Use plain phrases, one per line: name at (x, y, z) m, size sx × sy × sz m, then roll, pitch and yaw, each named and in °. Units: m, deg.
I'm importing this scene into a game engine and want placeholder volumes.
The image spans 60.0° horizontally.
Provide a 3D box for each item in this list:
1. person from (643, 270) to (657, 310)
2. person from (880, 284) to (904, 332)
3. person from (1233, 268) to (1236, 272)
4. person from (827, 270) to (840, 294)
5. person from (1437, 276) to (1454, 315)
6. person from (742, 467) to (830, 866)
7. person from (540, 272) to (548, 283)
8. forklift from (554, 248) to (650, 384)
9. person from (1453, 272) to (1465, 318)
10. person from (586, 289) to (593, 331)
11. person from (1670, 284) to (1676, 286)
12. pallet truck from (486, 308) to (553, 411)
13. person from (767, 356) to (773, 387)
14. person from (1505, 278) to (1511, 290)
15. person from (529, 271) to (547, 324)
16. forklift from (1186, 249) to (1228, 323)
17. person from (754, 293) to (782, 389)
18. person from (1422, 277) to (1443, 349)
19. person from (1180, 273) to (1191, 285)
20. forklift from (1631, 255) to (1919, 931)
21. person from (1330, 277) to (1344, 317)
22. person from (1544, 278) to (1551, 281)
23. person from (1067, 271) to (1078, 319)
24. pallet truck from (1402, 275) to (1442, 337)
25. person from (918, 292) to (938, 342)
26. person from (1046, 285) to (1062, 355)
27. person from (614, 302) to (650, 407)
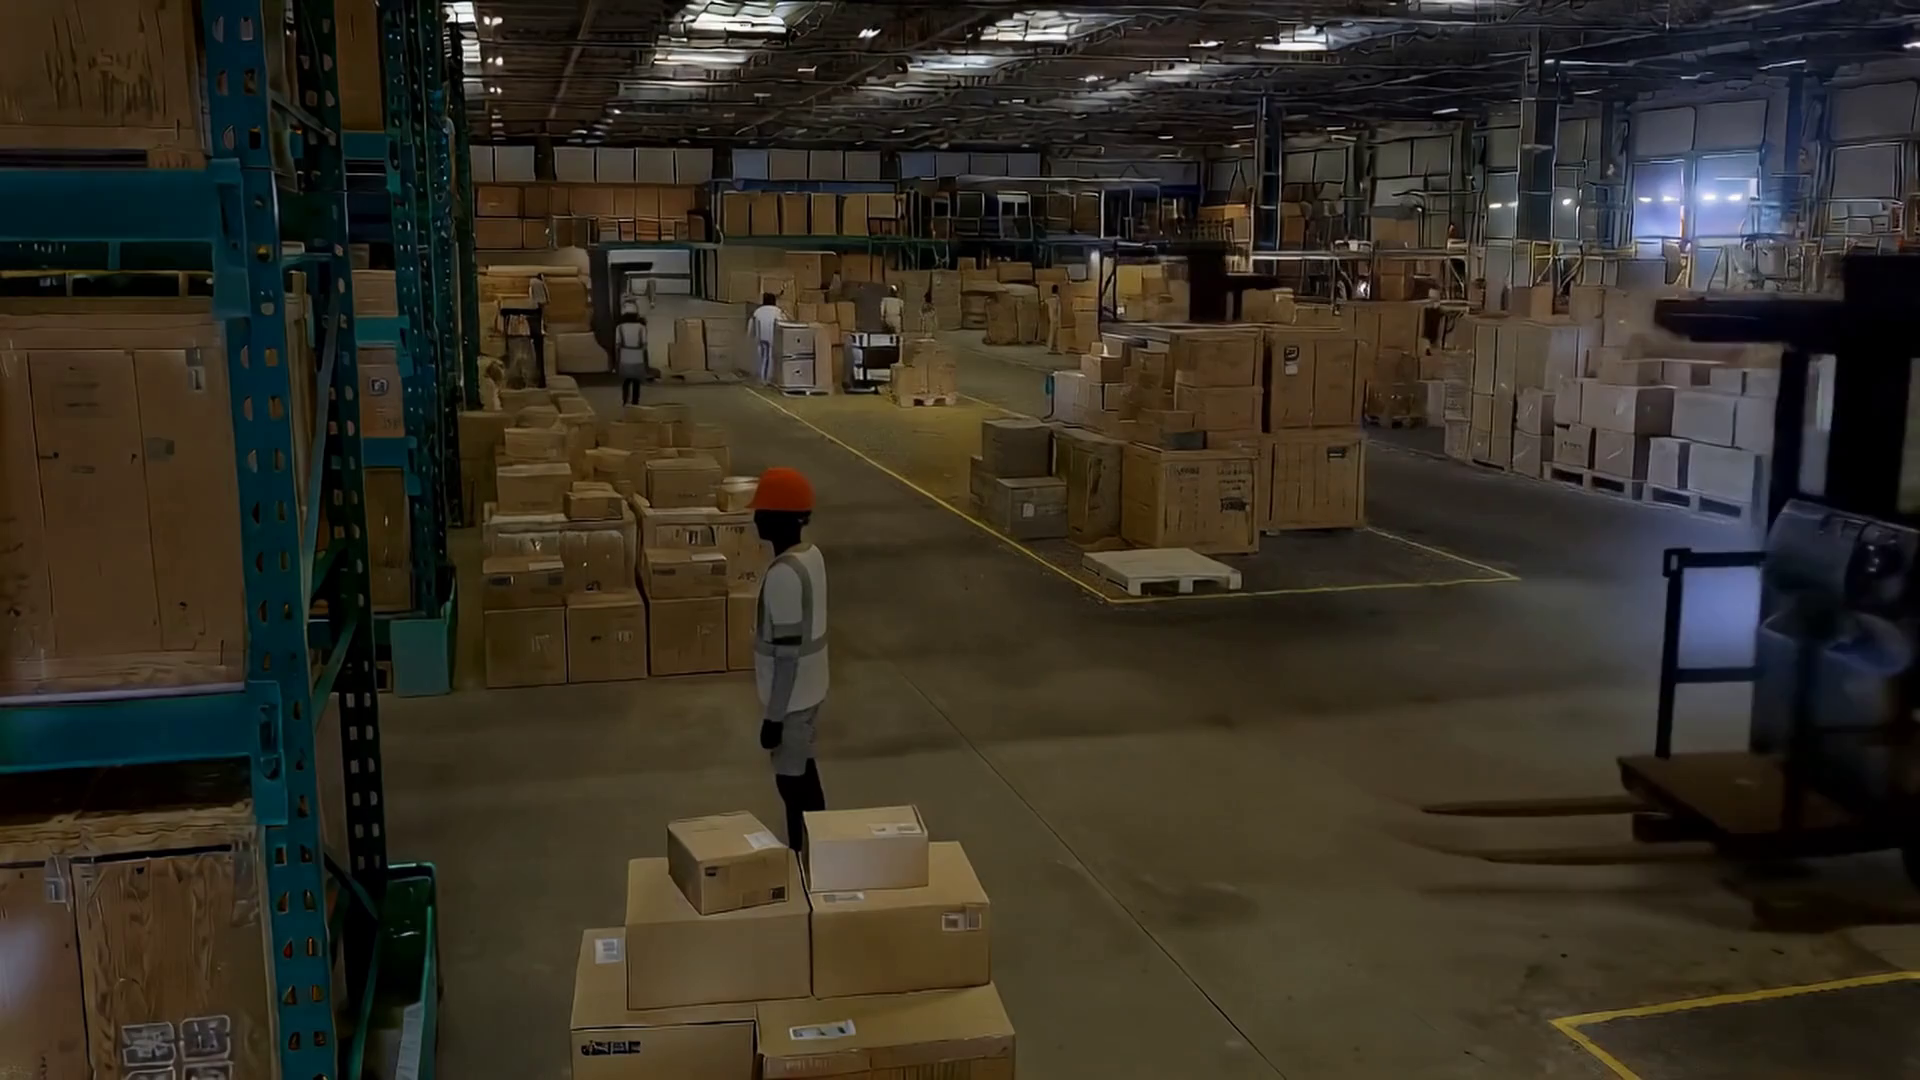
person at (-13.898, -11.192, 74.589) m, size 0.589 × 1.810 × 0.790 m, roll -2°, pitch 10°, yaw -8°
person at (-1.699, -5.462, 41.763) m, size 0.618 × 1.938 × 0.644 m, roll -1°, pitch 10°, yaw -5°
person at (13.914, -12.955, 84.477) m, size 0.505 × 1.840 × 0.344 m, roll 6°, pitch 12°, yaw 31°
person at (-5.264, -10.151, 68.439) m, size 0.572 × 1.884 × 0.979 m, roll 8°, pitch 13°, yaw 38°
person at (15.775, -7.645, 54.191) m, size 0.389 × 1.921 × 0.585 m, roll -9°, pitch 14°, yaw -42°
person at (-0.745, 0.649, 7.156) m, size 0.350 × 1.942 × 0.545 m, roll 1°, pitch 10°, yaw 6°
person at (-18.431, -10.974, 73.554) m, size 0.484 × 1.736 × 0.306 m, roll -4°, pitch 11°, yaw -20°
forklift at (-7.439, -4.626, 34.366) m, size 1.873 × 2.768 × 1.129 m, roll -3°, pitch 10°, yaw -15°
person at (20.076, -9.863, 66.983) m, size 0.554 × 1.830 × 0.913 m, roll 1°, pitch 10°, yaw 5°
person at (-8.193, -4.700, 37.455) m, size 0.630 × 1.940 × 0.371 m, roll 8°, pitch 13°, yaw 39°
person at (18.829, -5.816, 43.920) m, size 0.968 × 1.887 × 0.595 m, roll 0°, pitch 10°, yaw -1°
pallet truck at (-6.242, -2.418, 24.362) m, size 0.823 × 1.965 × 1.885 m, roll 1°, pitch 10°, yaw 3°
person at (-3.826, -3.907, 33.851) m, size 0.411 × 1.618 × 0.544 m, roll -3°, pitch 10°, yaw -16°
person at (22.189, -9.835, 66.804) m, size 0.633 × 1.841 × 0.429 m, roll -3°, pitch 10°, yaw -16°
person at (-14.729, -8.369, 58.063) m, size 0.611 × 1.996 × 0.378 m, roll -5°, pitch 11°, yaw -28°
forklift at (3.579, -2.836, 24.231) m, size 1.873 × 2.768 × 1.129 m, roll 4°, pitch 11°, yaw 24°
person at (-3.836, -4.005, 33.538) m, size 0.627 × 1.934 × 0.370 m, roll 5°, pitch 11°, yaw 24°
person at (13.309, -6.388, 46.721) m, size 0.625 × 2.000 × 0.690 m, roll 6°, pitch 12°, yaw 30°
person at (8.409, -9.072, 62.372) m, size 0.355 × 1.882 × 0.575 m, roll -6°, pitch 12°, yaw -30°
forklift at (4.221, 0.150, 7.325) m, size 1.873 × 2.768 × 1.129 m, roll -1°, pitch 10°, yaw -8°
person at (12.346, -7.675, 54.451) m, size 0.583 × 1.882 × 0.338 m, roll -6°, pitch 12°, yaw -29°
person at (17.058, -6.645, 48.434) m, size 0.383 × 1.951 × 0.605 m, roll 5°, pitch 11°, yaw 28°
person at (4.410, -9.672, 65.726) m, size 0.440 × 1.905 × 0.598 m, roll 8°, pitch 13°, yaw 37°
pallet truck at (14.620, -7.324, 52.145) m, size 0.823 × 1.965 × 1.885 m, roll 8°, pitch 13°, yaw 40°
person at (-0.838, -5.616, 43.356) m, size 0.544 × 1.689 × 0.324 m, roll -3°, pitch 10°, yaw -15°
person at (2.492, -5.830, 44.097) m, size 0.331 × 1.861 × 0.503 m, roll -9°, pitch 13°, yaw -40°
person at (-5.551, -3.059, 28.204) m, size 0.586 × 1.918 × 0.552 m, roll -1°, pitch 10°, yaw -5°
